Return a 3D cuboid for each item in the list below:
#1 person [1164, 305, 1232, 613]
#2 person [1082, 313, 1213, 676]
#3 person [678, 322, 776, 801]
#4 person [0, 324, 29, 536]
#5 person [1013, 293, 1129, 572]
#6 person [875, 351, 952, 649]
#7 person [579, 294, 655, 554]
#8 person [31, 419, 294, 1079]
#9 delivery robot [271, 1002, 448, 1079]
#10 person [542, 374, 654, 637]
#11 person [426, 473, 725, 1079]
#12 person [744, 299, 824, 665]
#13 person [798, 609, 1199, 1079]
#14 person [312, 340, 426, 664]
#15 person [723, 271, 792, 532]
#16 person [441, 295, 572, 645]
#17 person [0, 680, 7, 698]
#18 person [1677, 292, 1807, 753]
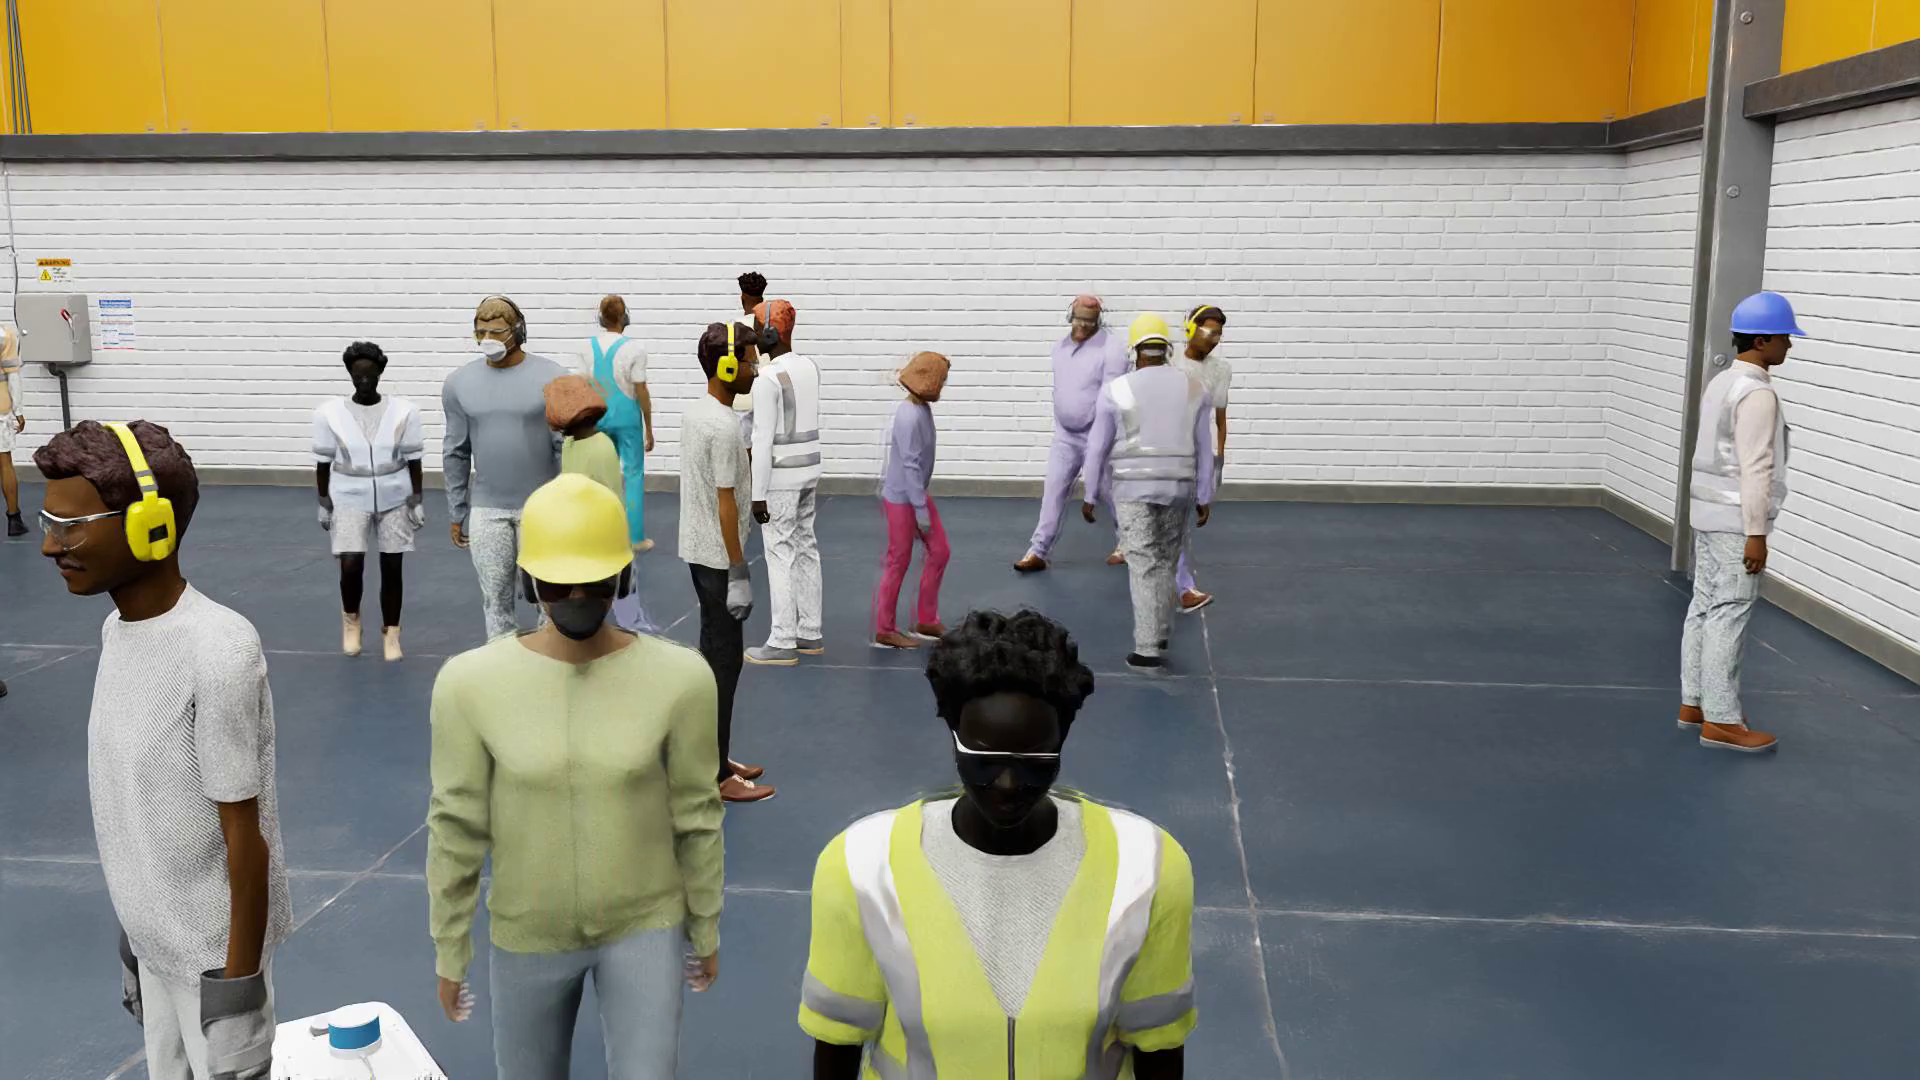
[{"bbox_3d":[1.301,-0.476,9.819,0.591,1.801,0.956,-2,10,-10],"label":"person"},{"bbox_3d":[0.944,-0.244,8.492,0.630,1.794,0.718,-2,10,-12],"label":"person"},{"bbox_3d":[-0.907,0.092,6.426,0.343,1.857,0.521,-4,11,-21],"label":"person"},{"bbox_3d":[-7.228,-0.975,12.290,0.553,1.935,0.361,-5,11,-27],"label":"person"},{"bbox_3d":[0.839,-0.709,11.058,0.642,1.846,0.997,9,13,41],"label":"person"},{"bbox_3d":[-0.206,-0.197,8.765,0.563,1.604,0.530,2,10,13],"label":"person"},{"bbox_3d":[-2.390,-0.788,11.533,0.529,1.826,0.576,3,10,17],"label":"person"},{"bbox_3d":[-1.306,0.721,2.812,0.512,1.861,0.325,9,13,42],"label":"person"},{"bbox_3d":[-1.246,1.211,3.459,0.477,0.478,0.707,-6,12,-33],"label":"delivery robot"},{"bbox_3d":[-1.564,0.085,7.208,0.573,1.593,0.560,-7,12,-35],"label":"person"},{"bbox_3d":[-0.732,0.710,3.205,0.550,1.739,0.675,-2,10,-13],"label":"person"},{"bbox_3d":[-0.905,-0.293,8.560,0.358,1.880,0.576,4,11,24],"label":"person"},{"bbox_3d":[0.052,0.893,2.338,0.544,1.679,0.427,-1,10,-6],"label":"person"},{"bbox_3d":[-2.999,-0.181,8.489,0.545,1.678,0.378,-5,11,-25],"label":"person"},{"bbox_3d":[-1.552,-1.040,12.577,0.611,1.965,0.362,-5,11,-25],"label":"person"},{"bbox_3d":[-2.024,-0.137,7.534,0.635,1.929,0.382,1,10,3],"label":"person"},{"bbox_3d":[-4.755,-0.170,7.680,0.548,1.938,0.358,-4,11,-22],"label":"person"},{"bbox_3d":[3.348,-0.082,7.149,0.406,1.947,0.606,1,10,8],"label":"person"}]
